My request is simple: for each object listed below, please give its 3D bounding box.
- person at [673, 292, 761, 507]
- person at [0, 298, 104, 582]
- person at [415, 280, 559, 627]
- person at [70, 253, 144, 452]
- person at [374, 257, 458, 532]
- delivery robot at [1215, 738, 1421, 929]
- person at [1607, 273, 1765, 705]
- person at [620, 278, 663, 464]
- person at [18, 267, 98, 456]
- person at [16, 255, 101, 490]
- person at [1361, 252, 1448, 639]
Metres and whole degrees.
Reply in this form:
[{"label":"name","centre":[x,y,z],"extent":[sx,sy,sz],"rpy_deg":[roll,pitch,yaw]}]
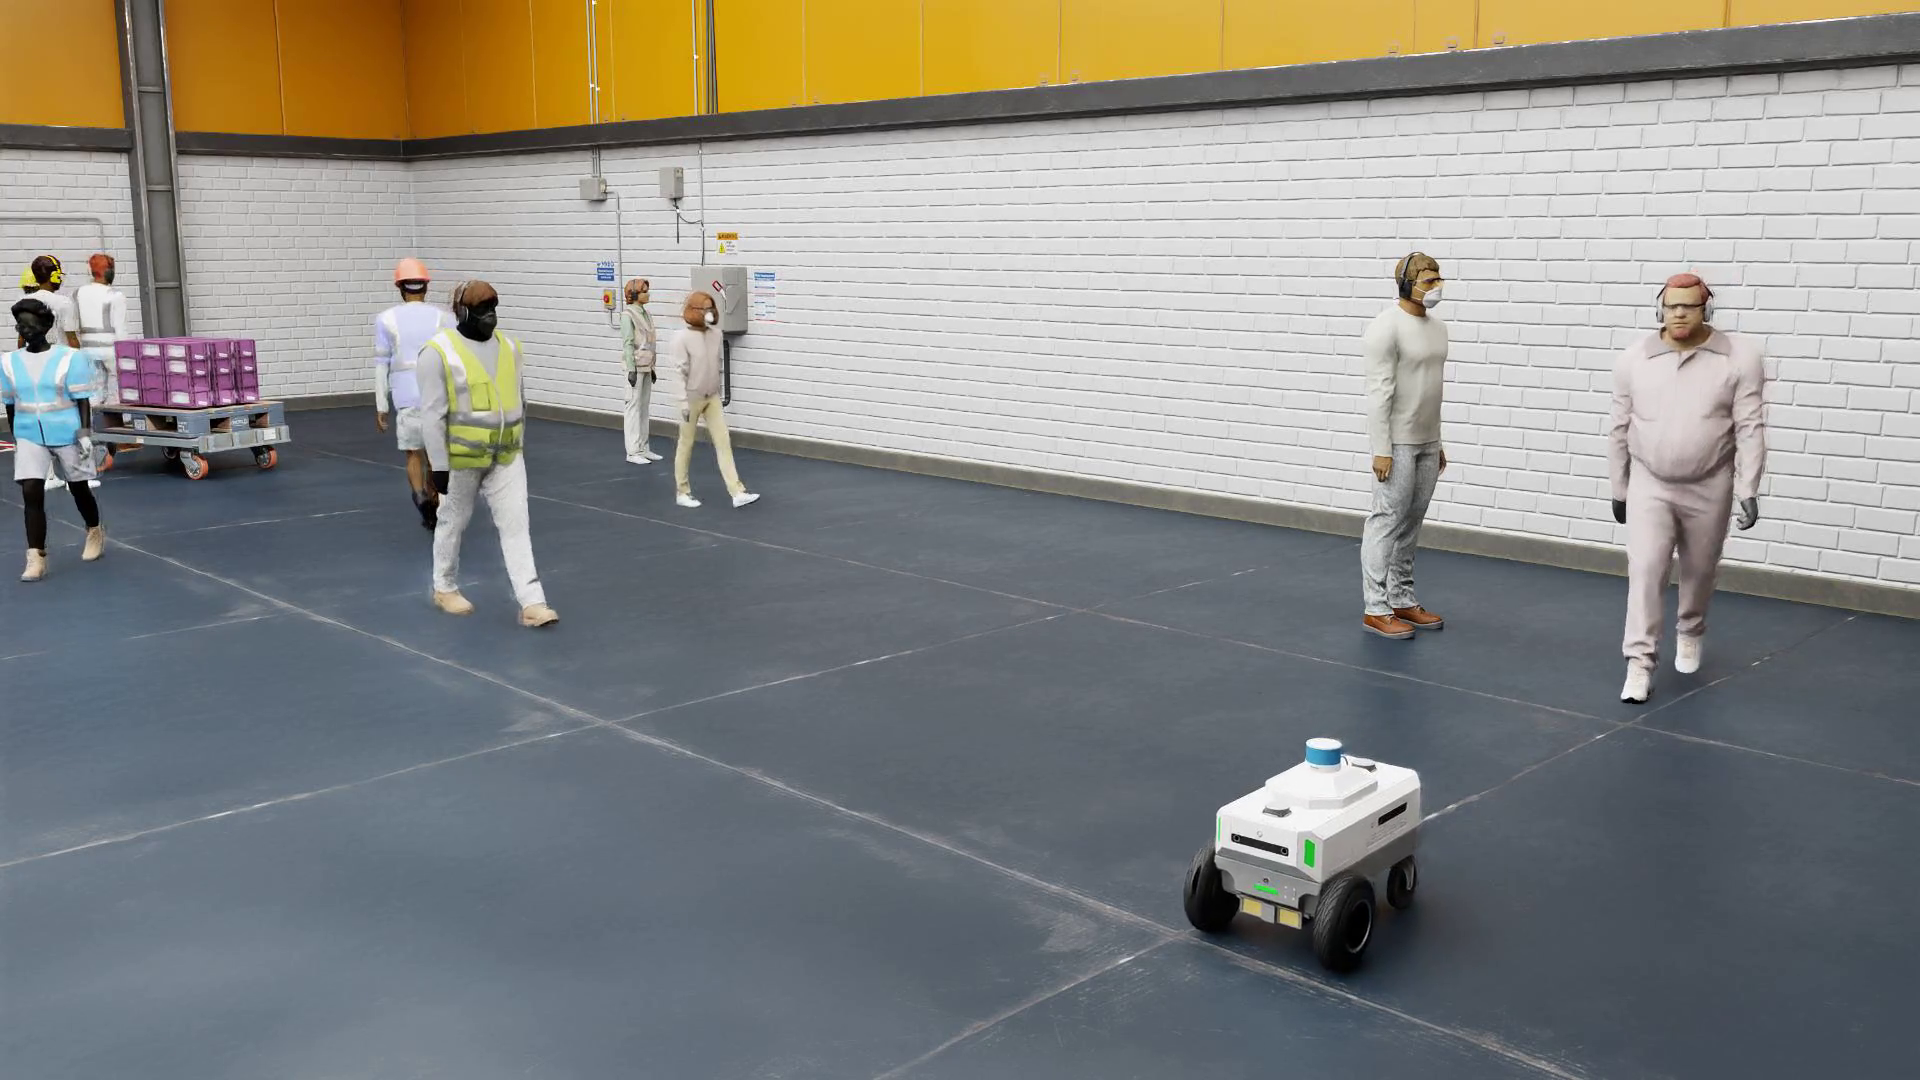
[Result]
[{"label":"person","centre":[-1.837,-1.010,12.230],"extent":[0.816,1.595,0.529],"rpy_deg":[9,13,39]},{"label":"person","centre":[-5.459,-0.632,10.022],"extent":[0.529,1.659,0.847],"rpy_deg":[-2,11,-10]},{"label":"person","centre":[-2.501,-0.448,8.670],"extent":[0.983,1.794,0.642],"rpy_deg":[10,14,42]},{"label":"person","centre":[-7.933,-1.711,15.360],"extent":[0.586,1.861,0.716],"rpy_deg":[2,11,11]},{"label":"person","centre":[-3.614,-0.941,11.141],"extent":[0.556,1.890,0.830],"rpy_deg":[-4,11,-22]},{"label":"delivery robot","centre":[1.054,0.823,4.857],"extent":[0.477,0.478,0.707],"rpy_deg":[9,13,40]},{"label":"person","centre":[3.228,-0.257,7.444],"extent":[0.645,1.868,0.975],"rpy_deg":[5,11,25]},{"label":"person","centre":[-2.859,-1.504,14.826],"extent":[0.309,1.645,0.515],"rpy_deg":[2,11,10]},{"label":"person","centre":[-8.250,-1.623,15.201],"extent":[0.569,1.739,0.579],"rpy_deg":[9,14,42]},{"label":"person","centre":[-7.208,-1.321,13.238],"extent":[0.535,1.861,0.309],"rpy_deg":[1,10,8]},{"label":"person","centre":[2.273,-0.480,8.444],"extent":[0.372,1.940,0.630],"rpy_deg":[10,14,43]}]
